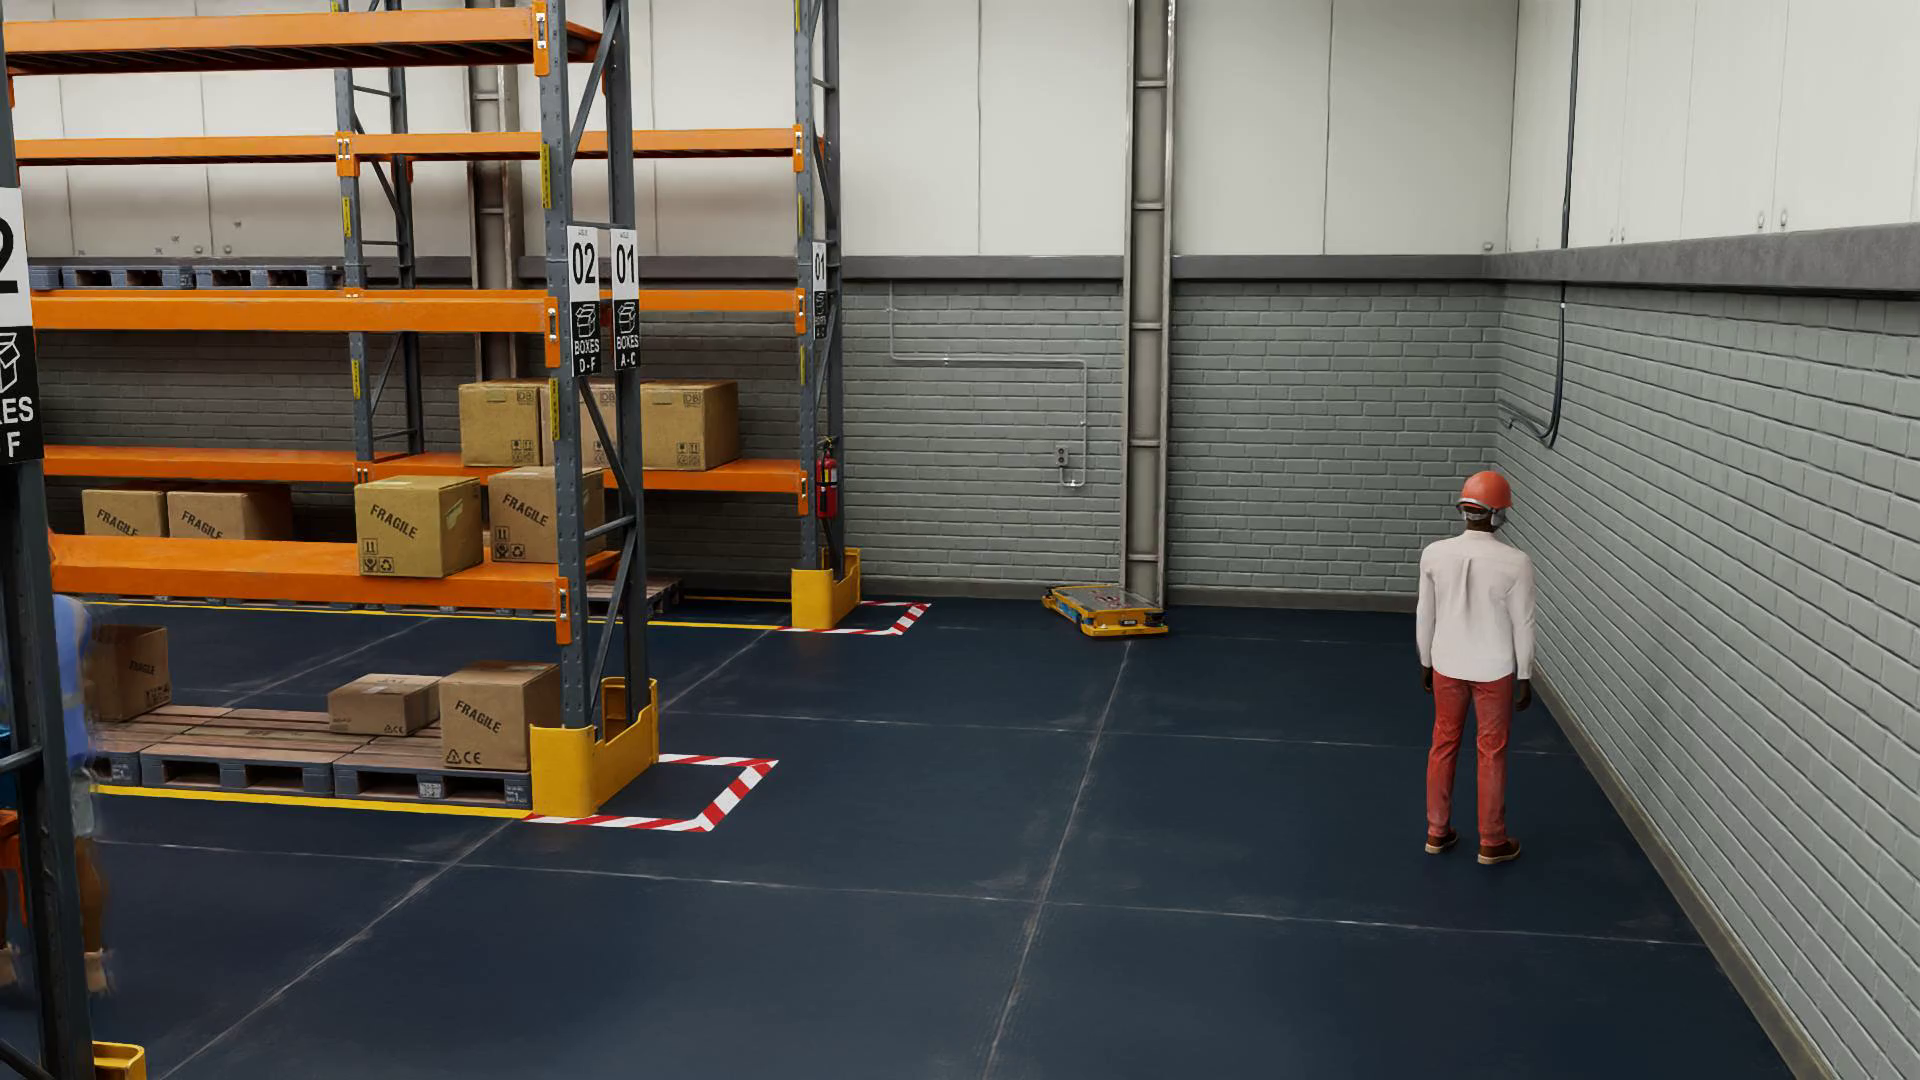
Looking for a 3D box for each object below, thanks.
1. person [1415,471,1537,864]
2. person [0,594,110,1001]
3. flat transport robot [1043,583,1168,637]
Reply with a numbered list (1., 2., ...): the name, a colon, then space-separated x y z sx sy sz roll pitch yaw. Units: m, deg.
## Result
1. person: 2.619 0.642 8.441 0.618 1.994 0.380 7 12 39
2. person: -3.864 0.894 6.819 0.816 2.008 0.622 4 10 22
3. flat transport robot: 1.218 0.578 14.175 0.652 0.197 1.431 -2 9 -14
